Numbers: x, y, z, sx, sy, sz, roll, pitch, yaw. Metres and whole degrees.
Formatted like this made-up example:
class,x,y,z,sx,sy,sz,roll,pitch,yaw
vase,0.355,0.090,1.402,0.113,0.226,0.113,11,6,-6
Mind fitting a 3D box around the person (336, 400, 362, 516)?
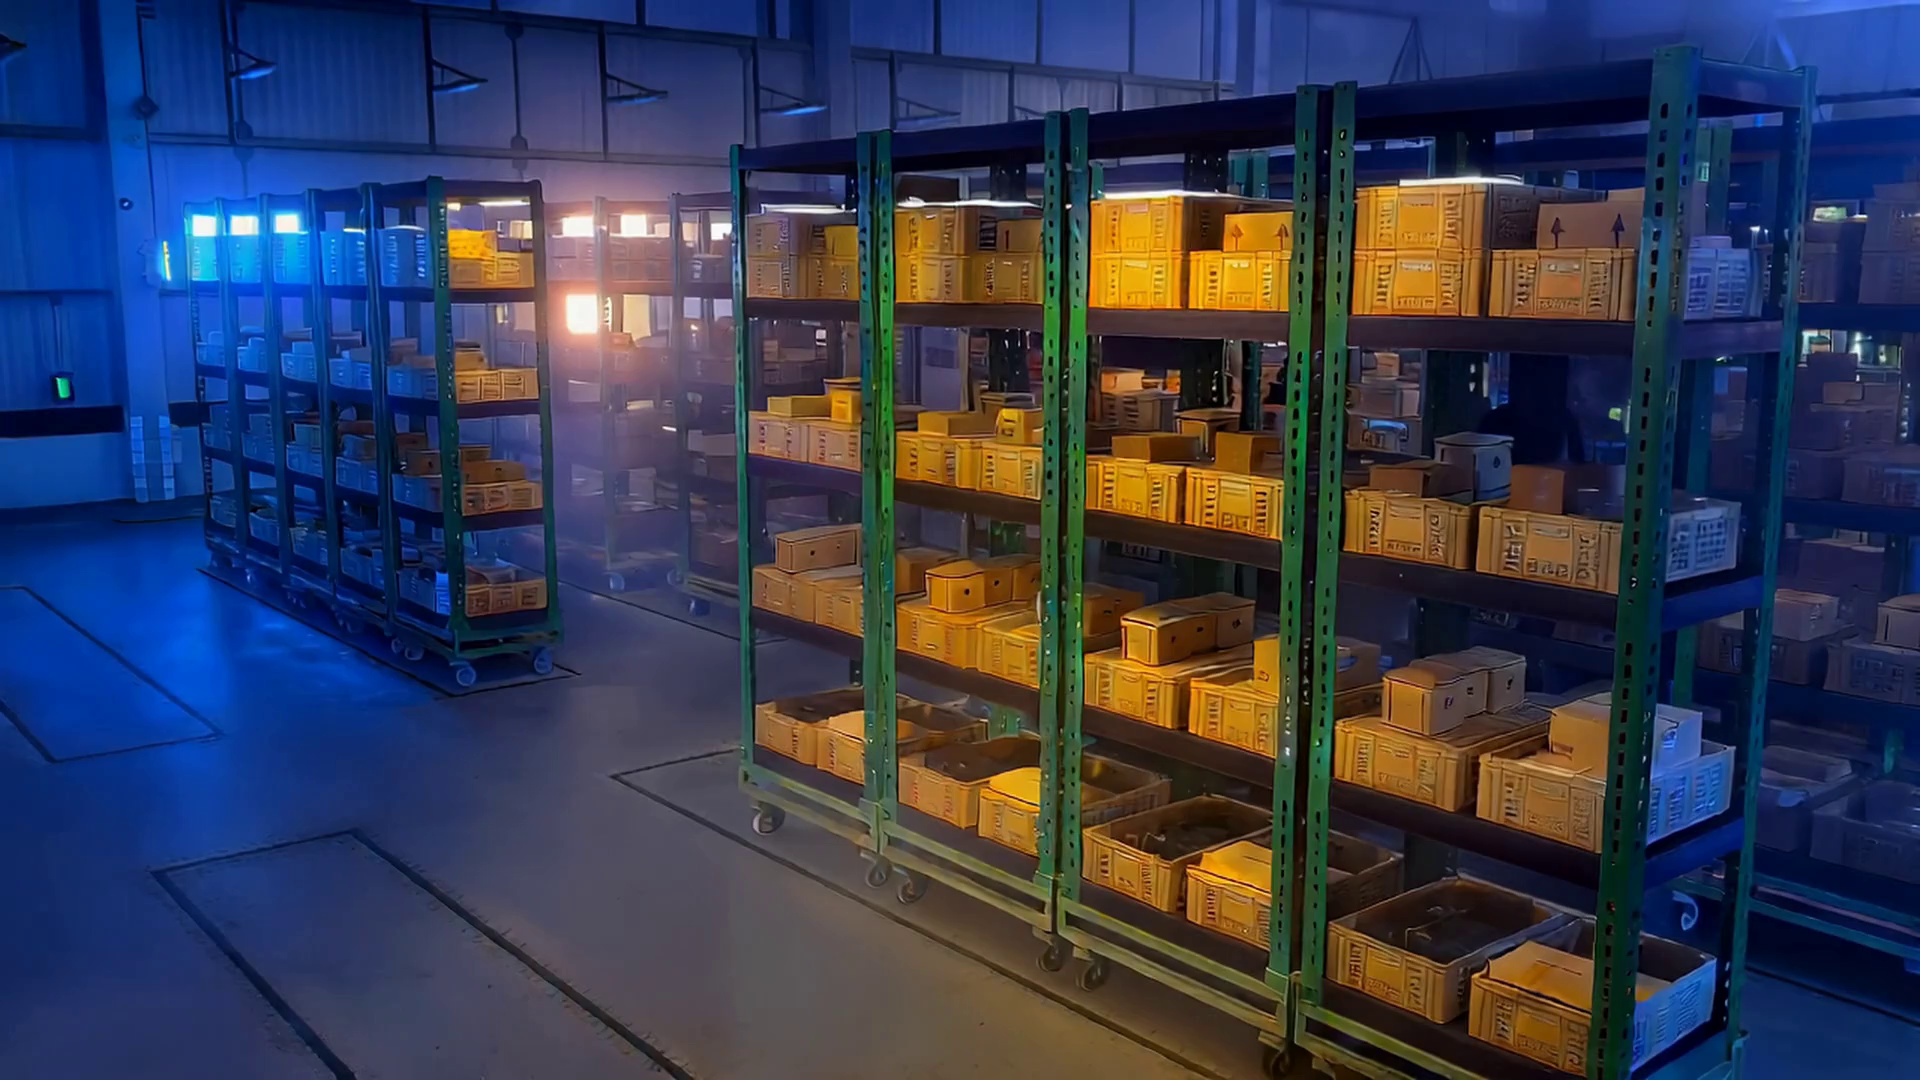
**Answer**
class,x,y,z,sx,sy,sz,roll,pitch,yaw
person,-6.176,-0.688,16.848,0.374,1.841,0.568,-3,10,-15
